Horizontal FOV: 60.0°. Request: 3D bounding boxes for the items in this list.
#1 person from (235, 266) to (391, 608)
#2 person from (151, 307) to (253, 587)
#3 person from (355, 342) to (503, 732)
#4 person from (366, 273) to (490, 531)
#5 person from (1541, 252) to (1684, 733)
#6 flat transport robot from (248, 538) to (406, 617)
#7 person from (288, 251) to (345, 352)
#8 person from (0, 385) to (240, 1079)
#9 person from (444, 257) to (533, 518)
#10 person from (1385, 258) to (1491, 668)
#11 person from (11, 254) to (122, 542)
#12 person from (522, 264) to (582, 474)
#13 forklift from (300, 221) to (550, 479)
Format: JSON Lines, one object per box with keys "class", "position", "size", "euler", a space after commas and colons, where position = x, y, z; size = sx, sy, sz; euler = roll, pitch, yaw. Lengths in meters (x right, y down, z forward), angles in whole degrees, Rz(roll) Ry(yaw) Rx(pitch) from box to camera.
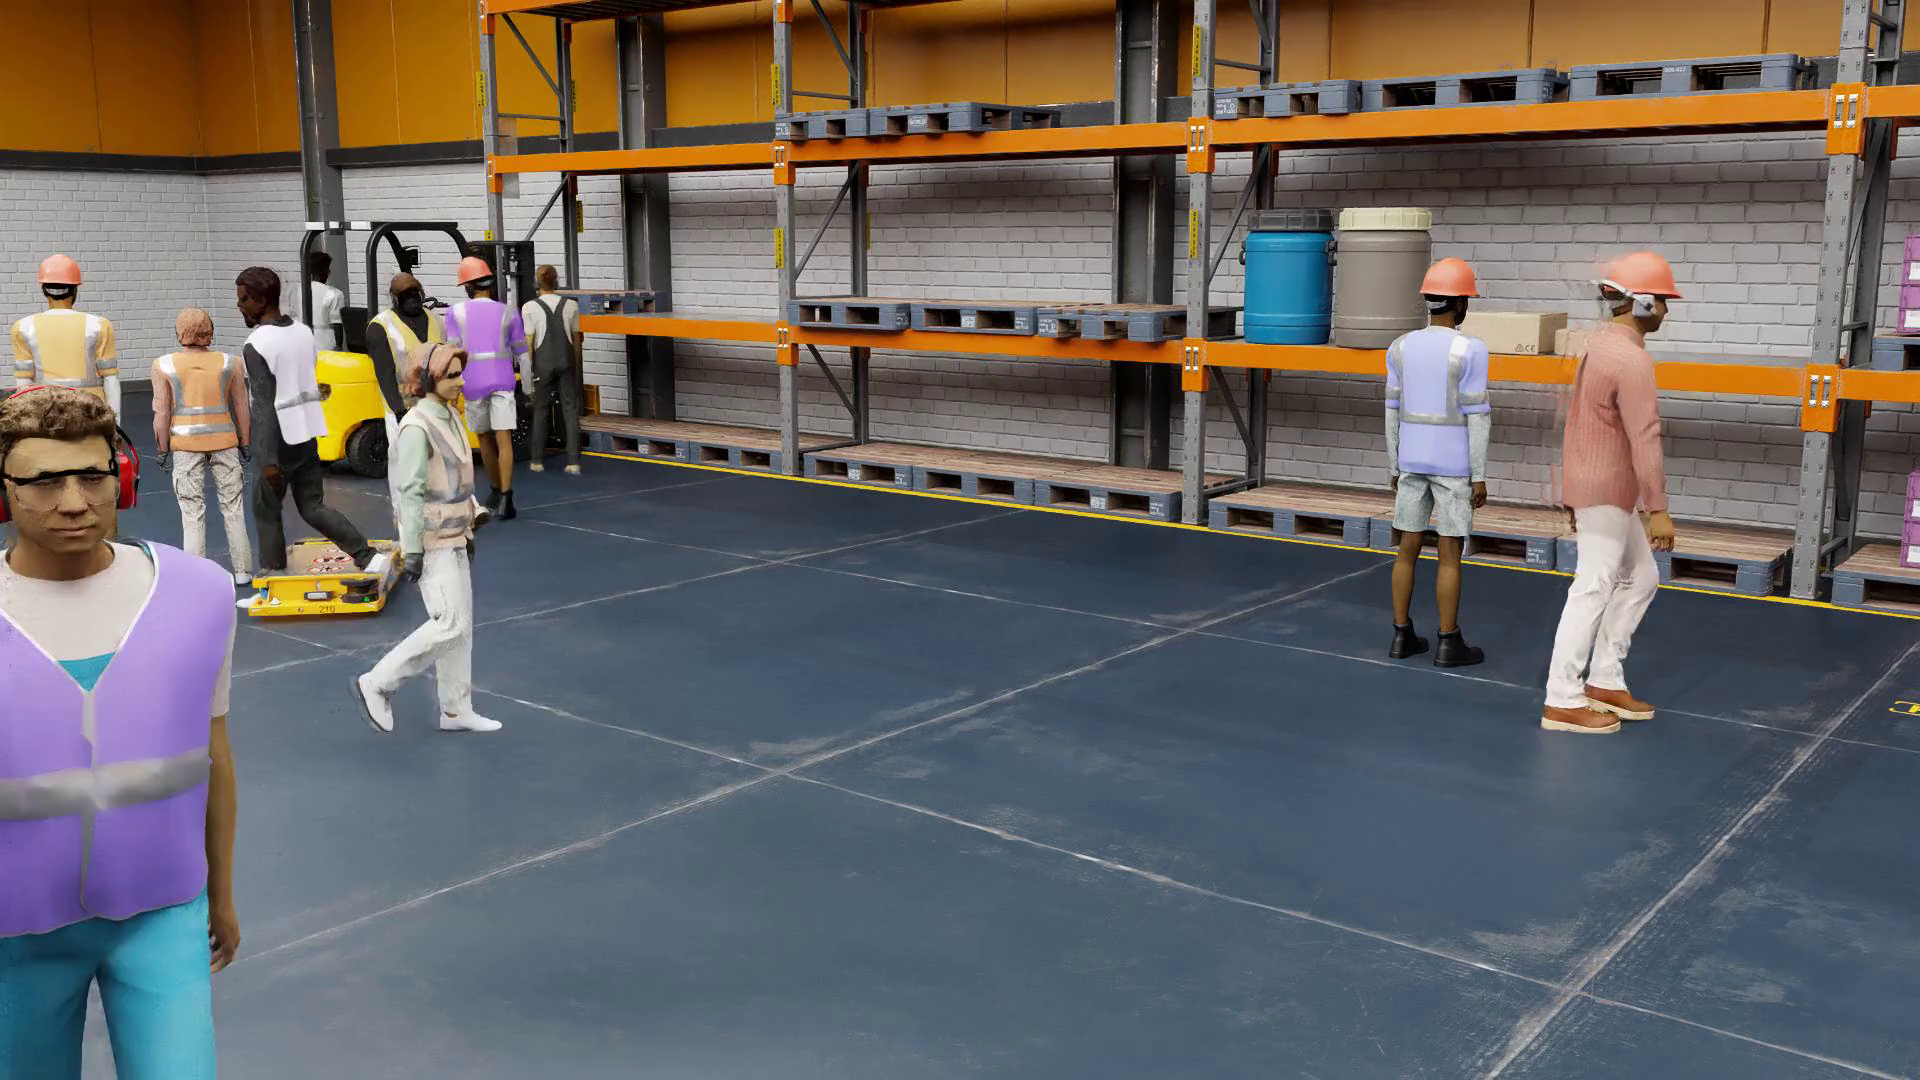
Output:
{"class": "person", "position": [-3.571, -0.530, 9.000], "size": [0.834, 1.889, 0.616], "euler": [2, 10, 10]}
{"class": "person", "position": [-4.372, -0.520, 9.627], "size": [0.523, 1.638, 0.311], "euler": [-6, 12, -32]}
{"class": "person", "position": [-2.158, 0.015, 6.710], "size": [0.451, 1.624, 0.516], "euler": [-1, 10, -3]}
{"class": "person", "position": [-3.674, -0.915, 11.393], "size": [0.929, 1.798, 0.646], "euler": [8, 13, 38]}
{"class": "person", "position": [2.712, -0.172, 6.773], "size": [0.643, 1.967, 0.631], "euler": [2, 10, 11]}
{"class": "flat transport robot", "position": [-3.565, 0.189, 9.488], "size": [0.652, 0.197, 1.431], "euler": [-2, 10, -11]}
{"class": "person", "position": [-6.577, -1.987, 16.999], "size": [0.620, 1.923, 1.001], "euler": [1, 10, 4]}
{"class": "person", "position": [-1.521, 0.622, 2.865], "size": [0.568, 1.809, 0.925], "euler": [-8, 13, -39]}
{"class": "person", "position": [-3.441, -1.112, 12.190], "size": [0.634, 1.888, 0.807], "euler": [-3, 11, -14]}
{"class": "person", "position": [2.283, -0.363, 7.926], "size": [0.358, 1.938, 0.542], "euler": [-9, 14, -41]}
{"class": "person", "position": [-5.260, -0.710, 9.850], "size": [0.547, 1.937, 0.379], "euler": [-4, 11, -22]}
{"class": "person", "position": [-3.545, -1.484, 14.481], "size": [0.516, 1.841, 0.494], "euler": [-5, 11, -27]}
{"class": "forklift", "position": [-4.922, -1.741, 14.854], "size": [1.214, 2.155, 2.313], "euler": [8, 13, 38]}
